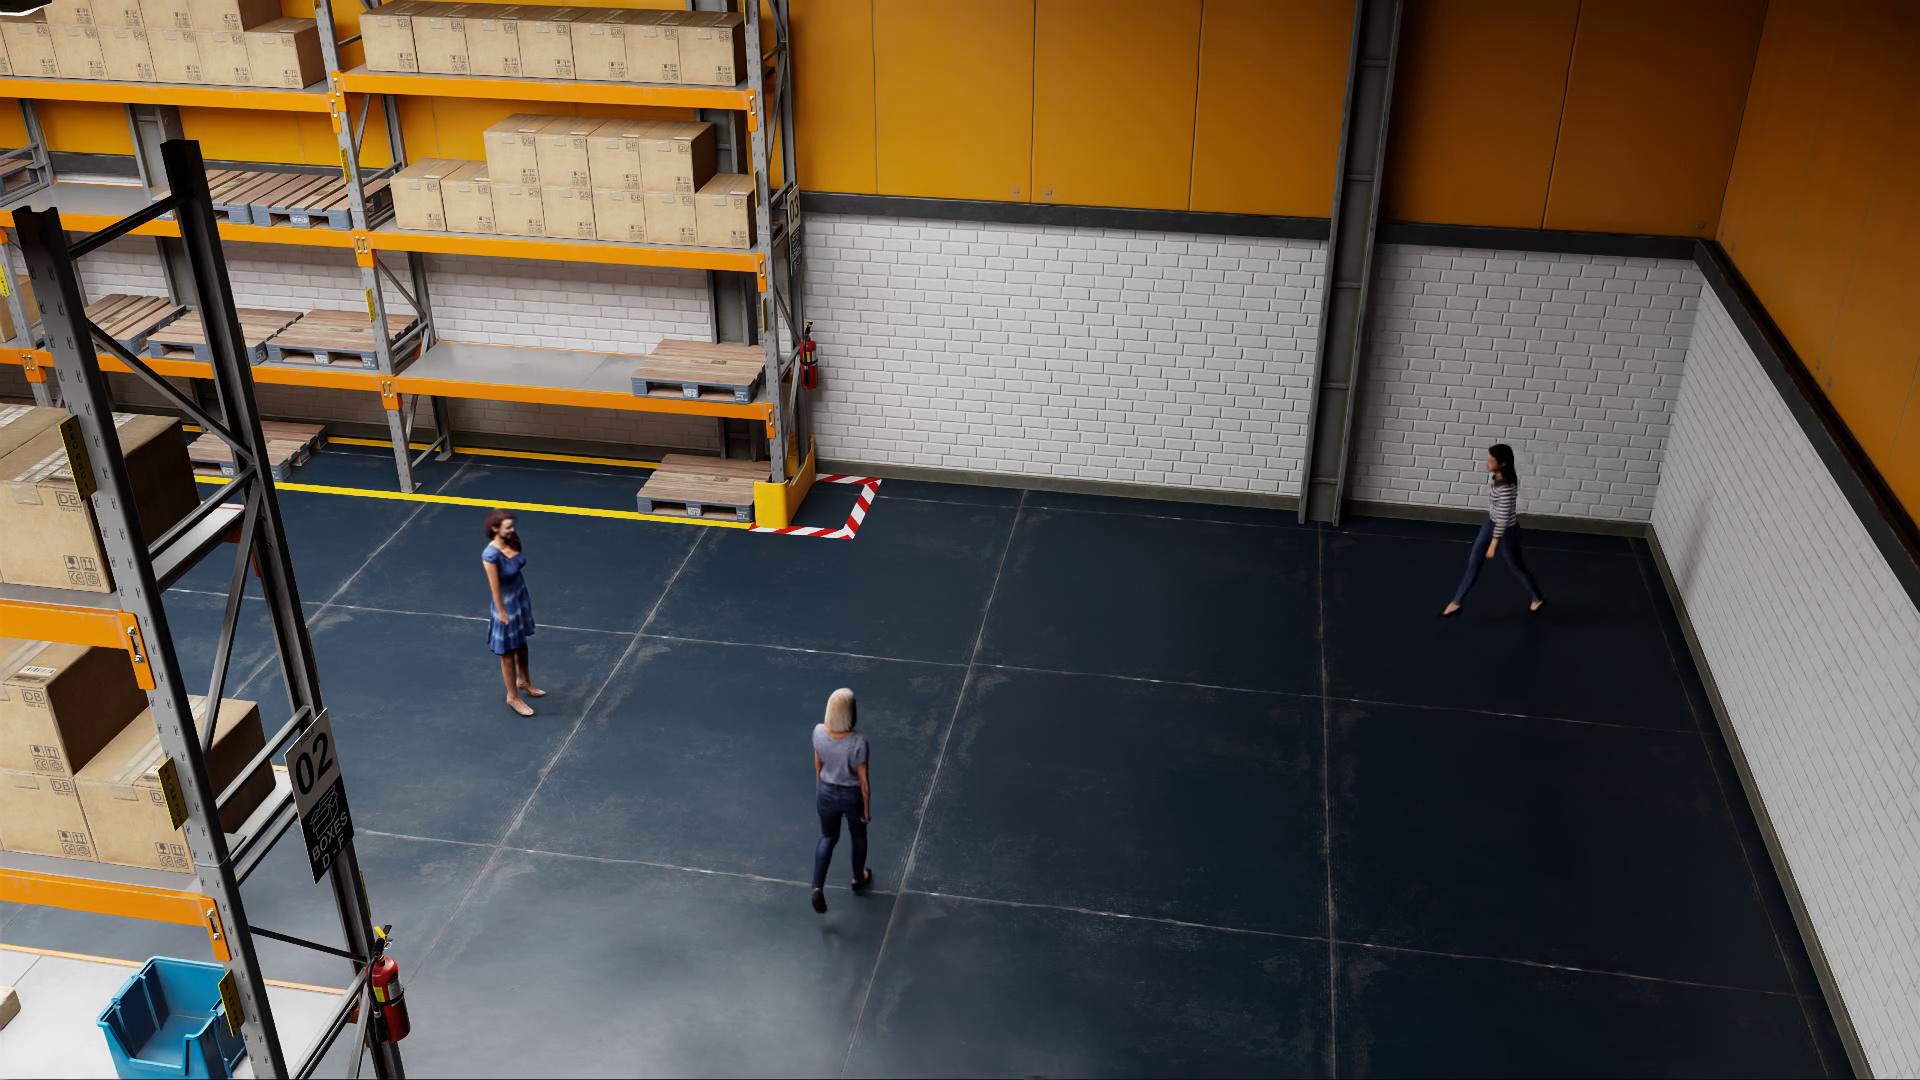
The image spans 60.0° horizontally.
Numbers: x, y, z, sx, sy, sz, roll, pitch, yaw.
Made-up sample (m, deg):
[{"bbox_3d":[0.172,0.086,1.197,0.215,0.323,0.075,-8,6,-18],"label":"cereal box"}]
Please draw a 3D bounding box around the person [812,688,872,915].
[{"bbox_3d":[-0.837,1.787,11.280,0.902,1.703,0.727,10,30,17],"label":"person"}]

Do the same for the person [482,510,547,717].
[{"bbox_3d":[-3.610,0.564,13.412,0.549,1.808,0.660,4,29,8],"label":"person"}]

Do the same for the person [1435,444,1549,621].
[{"bbox_3d":[4.833,-0.007,14.560,1.258,1.711,0.734,2,29,4],"label":"person"}]
